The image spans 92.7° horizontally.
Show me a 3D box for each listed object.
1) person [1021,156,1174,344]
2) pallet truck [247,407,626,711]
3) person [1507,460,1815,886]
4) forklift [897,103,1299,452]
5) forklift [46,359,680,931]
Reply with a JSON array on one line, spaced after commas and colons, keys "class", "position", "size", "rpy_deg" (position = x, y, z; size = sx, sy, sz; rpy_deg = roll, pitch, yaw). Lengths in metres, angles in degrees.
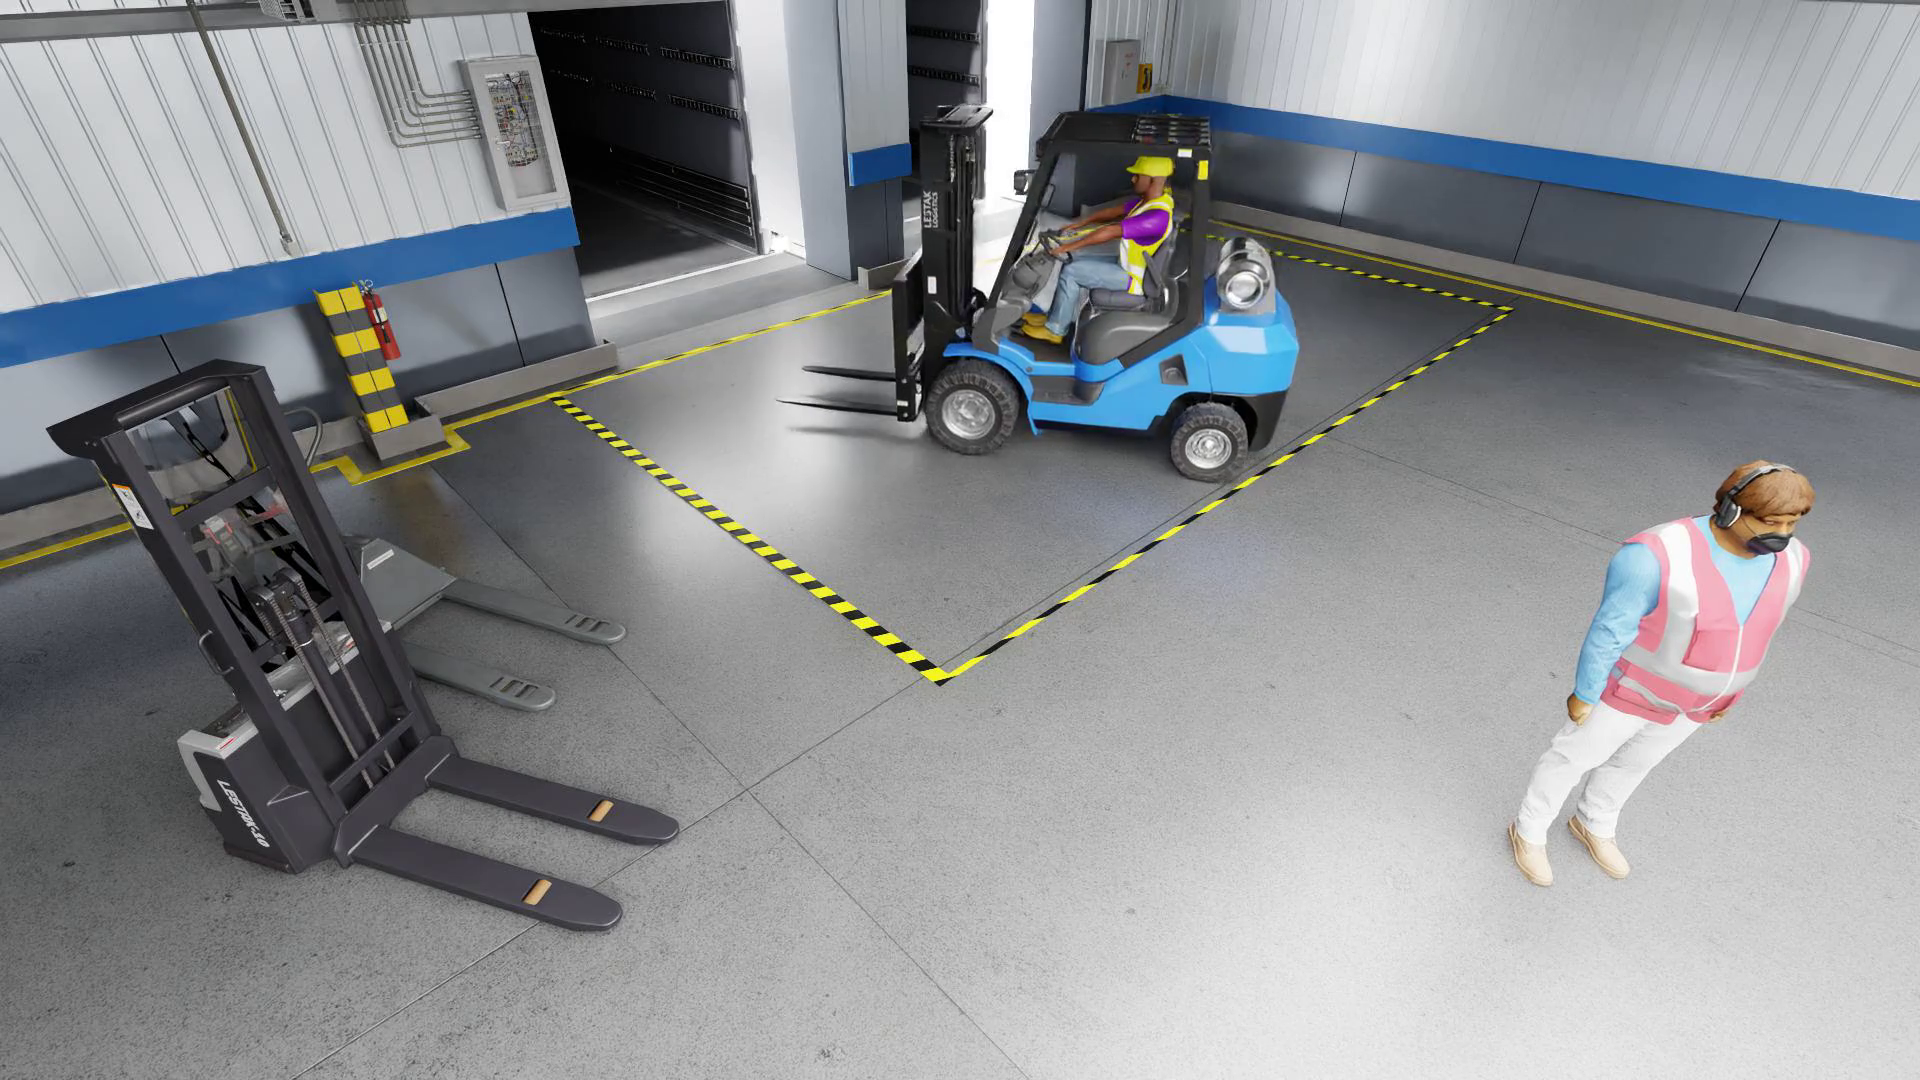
[{"class": "person", "position": [0.914, -1.988, 6.249], "size": [1.004, 1.294, 0.635], "rpy_deg": [7, 35, 10]}, {"class": "pallet truck", "position": [-2.628, 0.038, 4.590], "size": [1.601, 1.201, 0.680], "rpy_deg": [12, 36, 18]}, {"class": "person", "position": [2.518, 0.542, 3.315], "size": [0.622, 1.844, 0.429], "rpy_deg": [-2, 34, -3]}, {"class": "forklift", "position": [0.971, -1.822, 6.337], "size": [2.680, 2.036, 1.157], "rpy_deg": [7, 35, 10]}, {"class": "forklift", "position": [-2.135, 0.422, 3.354], "size": [1.885, 1.965, 0.823], "rpy_deg": [10, 35, 14]}]
